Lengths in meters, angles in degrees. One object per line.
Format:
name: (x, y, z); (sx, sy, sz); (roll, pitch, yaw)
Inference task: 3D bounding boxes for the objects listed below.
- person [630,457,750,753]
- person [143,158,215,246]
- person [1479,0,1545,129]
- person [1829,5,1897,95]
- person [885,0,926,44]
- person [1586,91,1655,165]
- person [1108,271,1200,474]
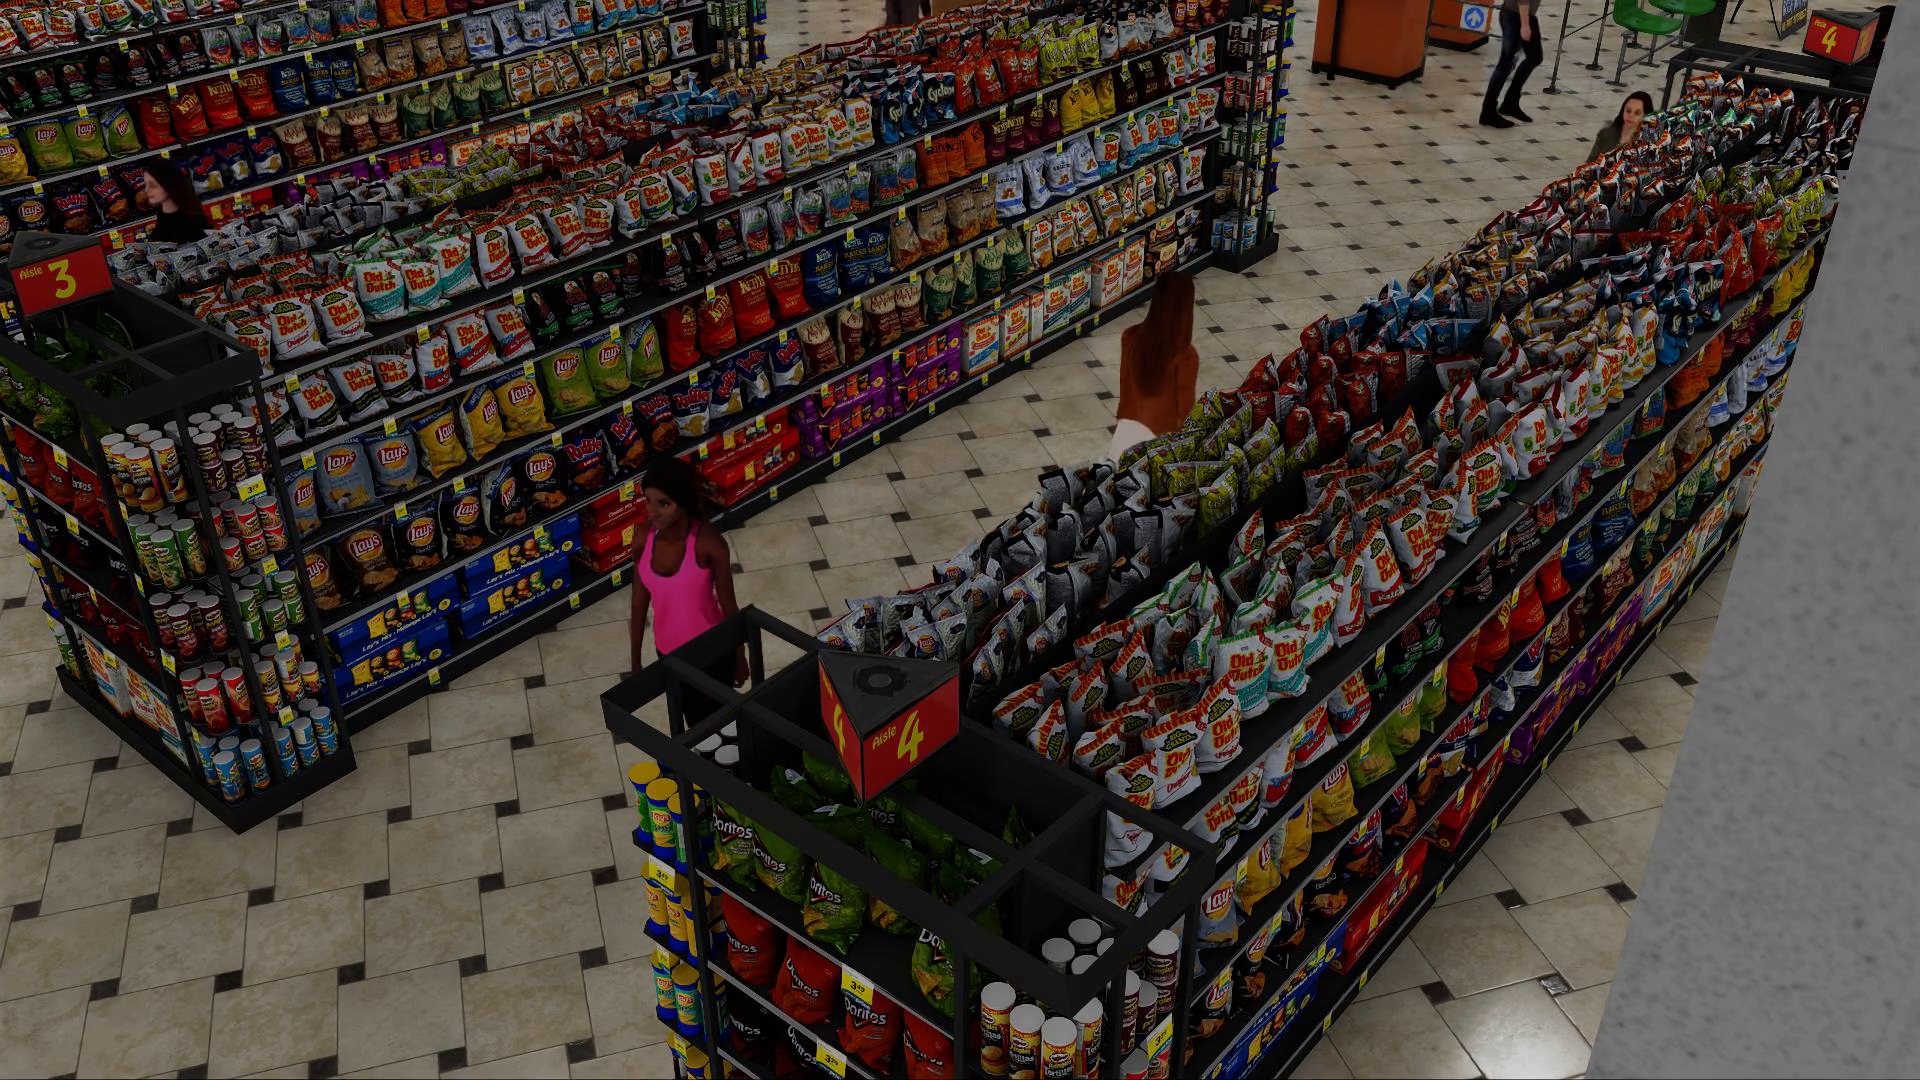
person: (-0.993, 0.391, 6.498); (0.697, 1.706, 0.771); (11, 33, 17)
person: (-4.228, -1.383, 9.459); (0.744, 1.592, 1.145); (17, 36, 25)
person: (4.661, -4.455, 14.115); (0.837, 1.887, 0.683); (15, 35, 23)
person: (6.092, -2.718, 11.369); (0.747, 1.839, 0.801); (-14, 35, -21)
person: (-0.458, -5.160, 15.289); (0.702, 1.845, 0.838); (22, 38, 31)
person: (4.328, -2.240, 10.970); (0.614, 1.450, 0.979); (27, 41, 36)
person: (0.840, -0.411, 7.791); (0.636, 1.702, 0.620); (21, 38, 30)
